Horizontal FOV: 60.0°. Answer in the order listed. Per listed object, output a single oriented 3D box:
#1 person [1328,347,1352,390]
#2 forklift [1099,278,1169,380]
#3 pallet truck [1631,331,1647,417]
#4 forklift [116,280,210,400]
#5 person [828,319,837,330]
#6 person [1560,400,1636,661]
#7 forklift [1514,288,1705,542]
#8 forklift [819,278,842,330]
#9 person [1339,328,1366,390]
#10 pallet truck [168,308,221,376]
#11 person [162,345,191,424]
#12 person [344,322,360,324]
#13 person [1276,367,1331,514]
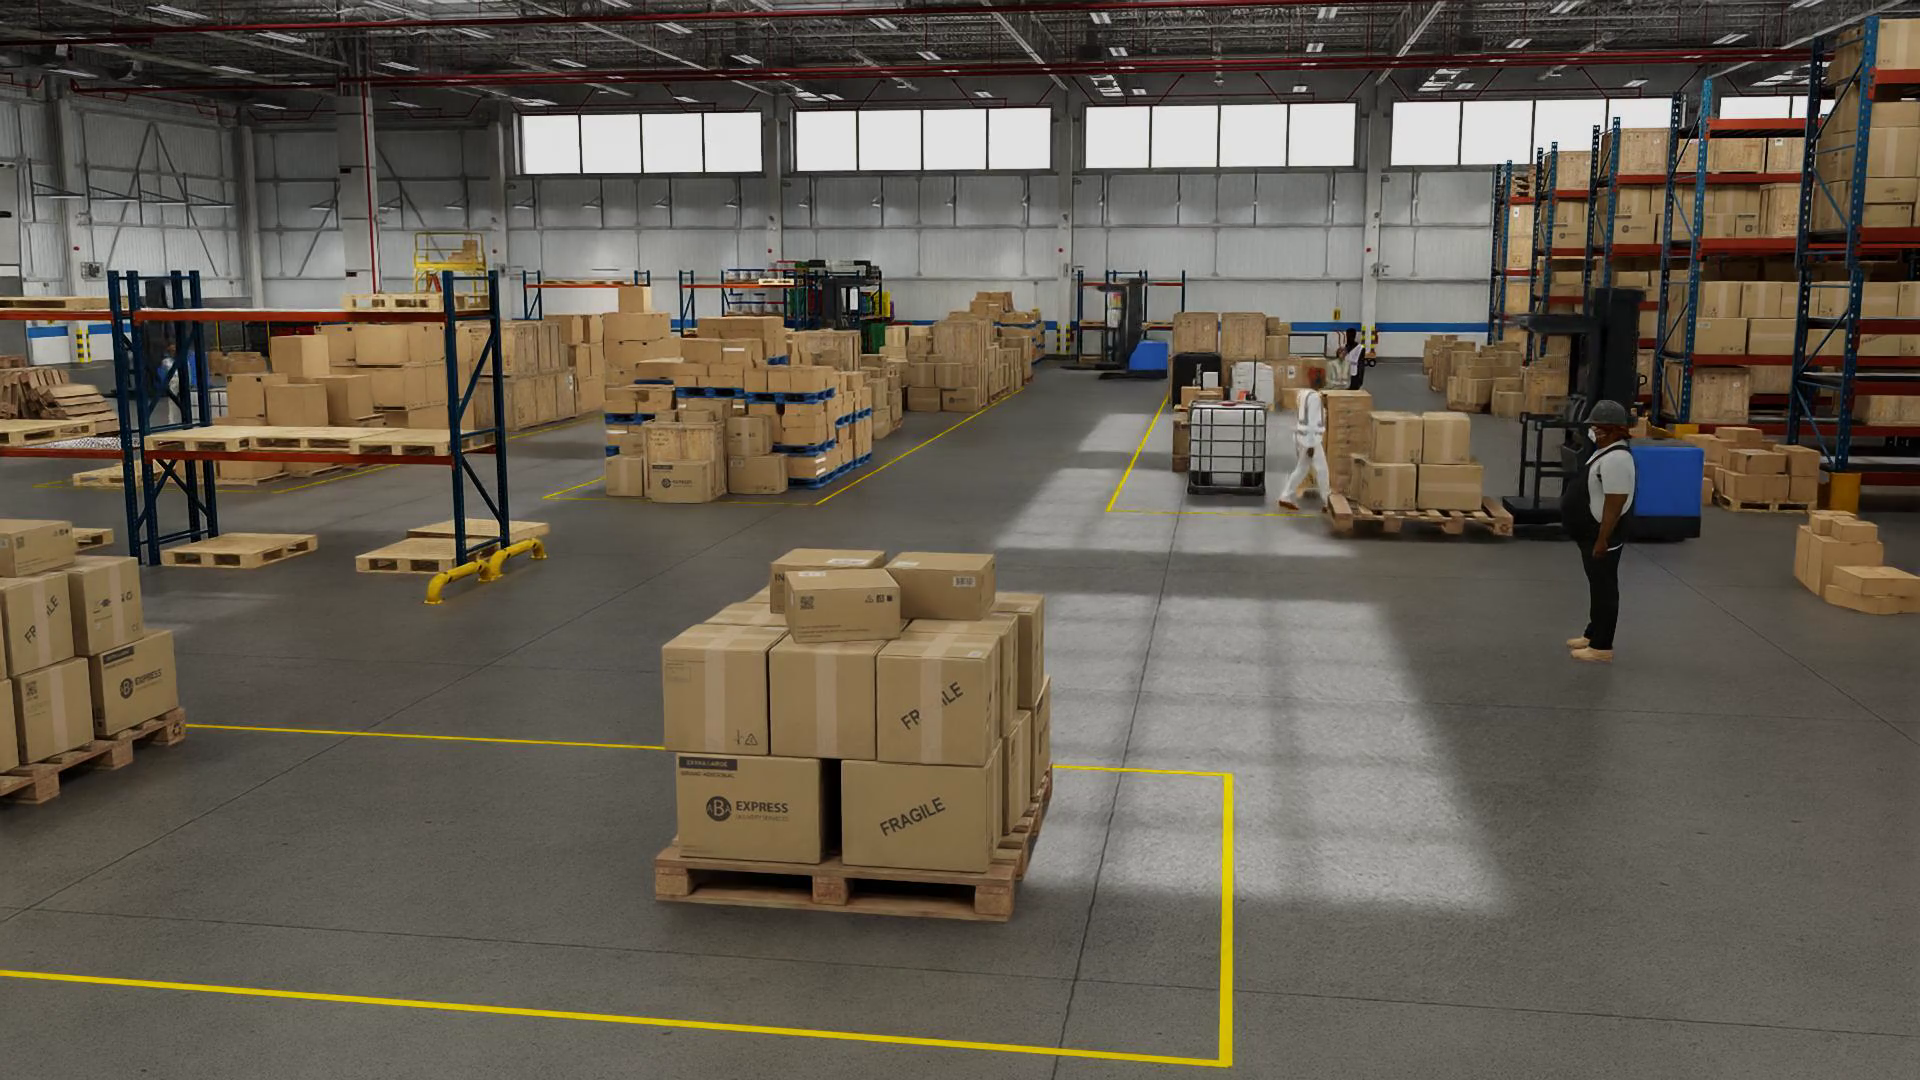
[{"bbox_3d":[7.067,-2.765,30.895,0.522,1.596,0.841,-2,9,-10],"label":"person"},{"bbox_3d":[4.838,-5.842,45.945,1.873,2.768,1.129,1,9,9],"label":"forklift"},{"bbox_3d":[11.253,-2.573,28.499,0.823,1.965,1.885,5,10,27],"label":"pallet truck"},{"bbox_3d":[-18.779,-4.726,39.059,1.873,2.768,1.129,-3,10,-16],"label":"forklift"},{"bbox_3d":[-3.038,-4.316,39.633,0.633,1.869,1.059,3,10,16],"label":"person"},{"bbox_3d":[4.975,-0.084,13.013,0.538,2.000,0.684,3,10,16],"label":"person"},{"bbox_3d":[7.381,-1.450,18.856,1.873,2.768,1.129,1,9,9],"label":"forklift"},{"bbox_3d":[-3.270,-5.243,42.251,1.873,2.768,1.129,1,9,9],"label":"forklift"},{"bbox_3d":[7.703,-3.211,32.713,0.384,1.910,0.594,-8,12,-40],"label":"person"},{"bbox_3d":[-21.869,-5.598,47.154,0.823,1.965,1.885,4,10,26],"label":"pallet truck"},{"bbox_3d":[-15.038,-2.933,31.940,0.531,1.591,0.853,-2,9,-9],"label":"person"},{"bbox_3d":[-16.889,-5.444,46.468,0.753,1.918,0.638,5,10,27],"label":"person"},{"bbox_3d":[4.359,-1.225,20.734,0.861,1.867,0.590,0,9,-2],"label":"person"}]
